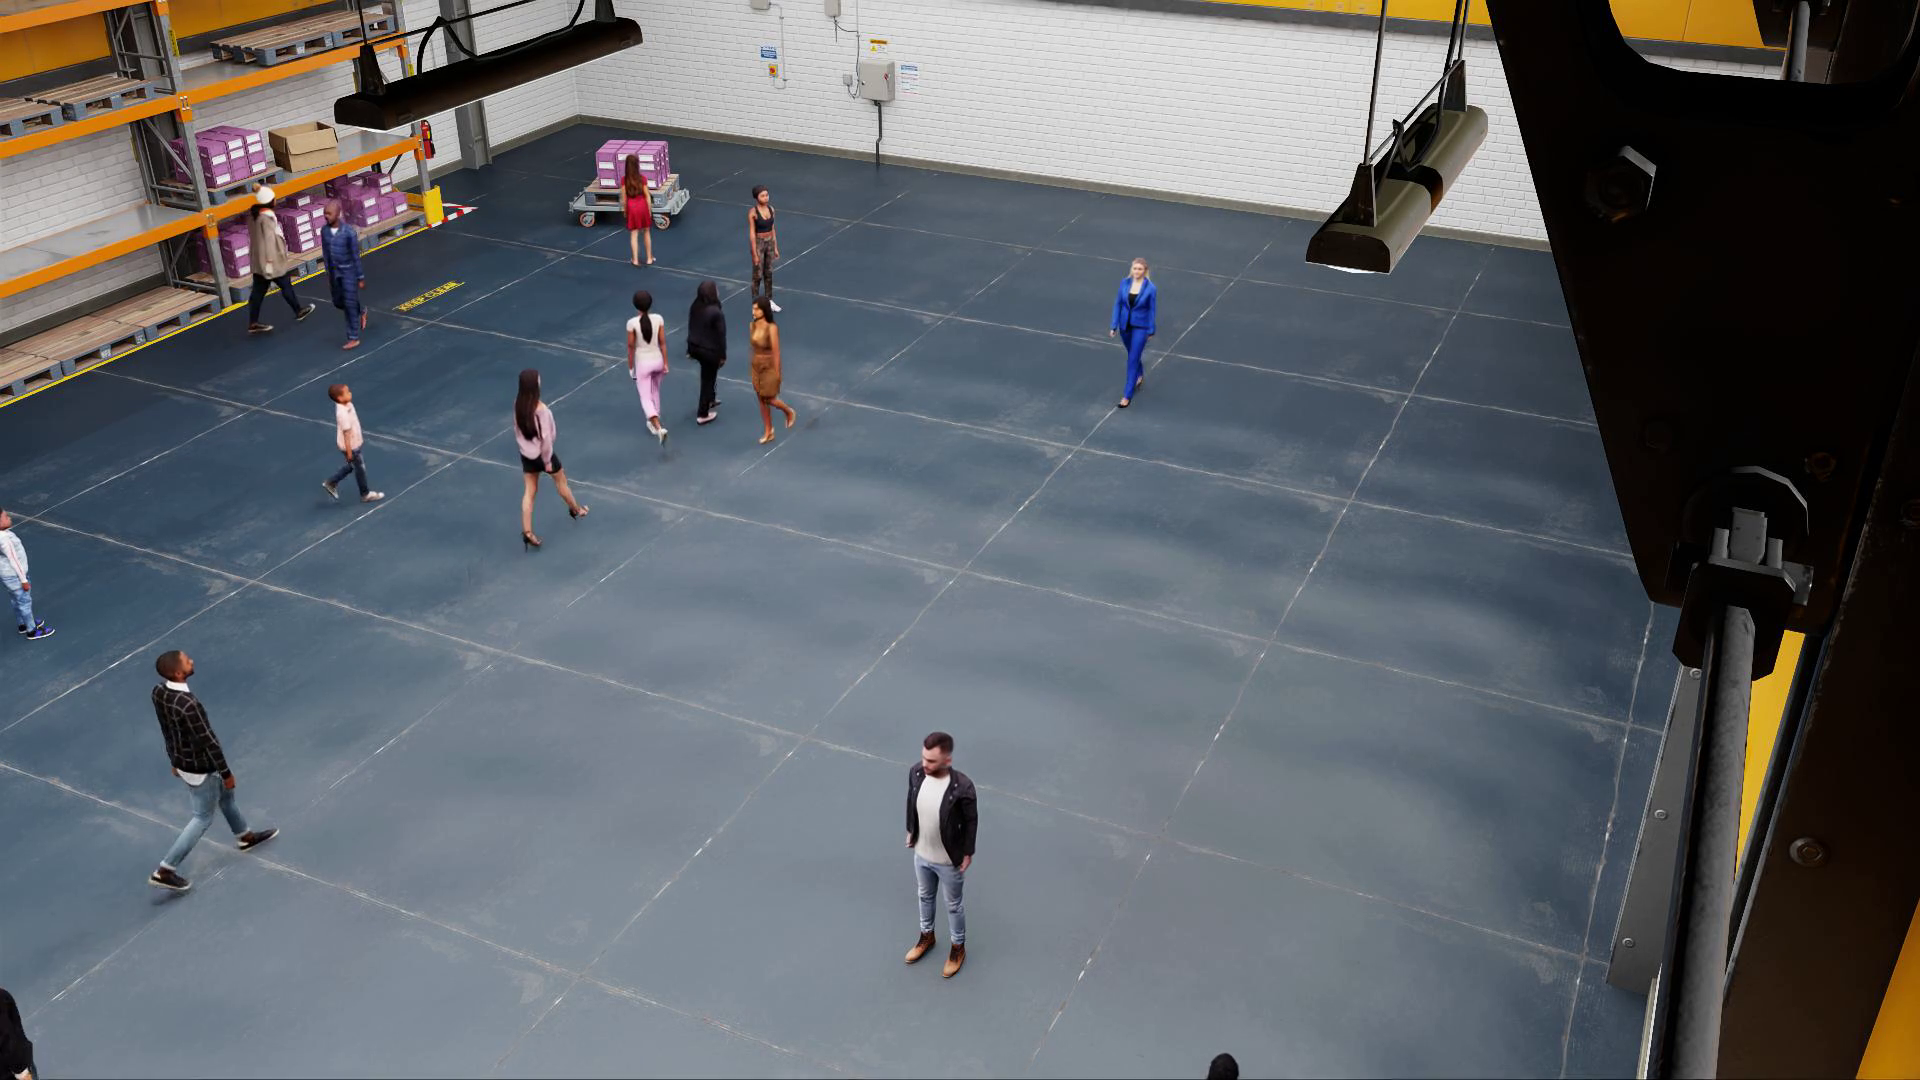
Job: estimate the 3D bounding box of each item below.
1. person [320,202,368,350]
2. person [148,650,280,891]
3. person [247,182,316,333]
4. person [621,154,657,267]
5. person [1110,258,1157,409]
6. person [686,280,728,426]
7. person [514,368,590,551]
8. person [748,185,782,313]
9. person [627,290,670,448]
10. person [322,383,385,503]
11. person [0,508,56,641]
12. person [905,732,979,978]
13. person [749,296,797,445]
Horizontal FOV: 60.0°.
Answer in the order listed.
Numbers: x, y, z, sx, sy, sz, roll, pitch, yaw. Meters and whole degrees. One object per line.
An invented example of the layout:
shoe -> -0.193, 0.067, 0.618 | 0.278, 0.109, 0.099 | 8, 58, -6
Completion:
person -> -7.557, -3.307, 20.510 | 0.790, 1.801, 1.053 | 6, 29, 11
person -> -5.356, 1.612, 11.507 | 0.906, 1.787, 1.272 | 23, 36, 36
person -> -8.745, -3.465, 20.771 | 0.858, 1.828, 1.216 | 23, 36, 36
person -> -4.496, -4.601, 23.140 | 0.667, 1.553, 0.727 | -3, 29, -6
person -> 2.023, -2.427, 19.044 | 0.676, 1.659, 1.156 | 15, 32, 25
person -> -2.858, -2.068, 18.461 | 0.709, 1.588, 0.814 | 18, 34, 30
person -> -4.085, -0.731, 15.824 | 0.760, 1.766, 1.114 | 18, 33, 29
person -> -2.541, -3.751, 21.430 | 0.587, 1.700, 0.708 | -25, 37, -38
person -> -3.320, -1.818, 17.869 | 1.080, 1.716, 1.047 | -15, 32, -25
person -> -6.205, -0.958, 16.730 | 0.850, 1.296, 0.797 | -9, 30, -16
person -> -8.268, 0.274, 14.509 | 0.537, 1.261, 0.567 | 24, 37, 37
person -> -0.126, 1.996, 10.753 | 0.674, 1.835, 0.559 | 16, 32, 27
person -> -2.031, -1.848, 17.960 | 0.674, 1.680, 0.802 | 24, 36, 36
